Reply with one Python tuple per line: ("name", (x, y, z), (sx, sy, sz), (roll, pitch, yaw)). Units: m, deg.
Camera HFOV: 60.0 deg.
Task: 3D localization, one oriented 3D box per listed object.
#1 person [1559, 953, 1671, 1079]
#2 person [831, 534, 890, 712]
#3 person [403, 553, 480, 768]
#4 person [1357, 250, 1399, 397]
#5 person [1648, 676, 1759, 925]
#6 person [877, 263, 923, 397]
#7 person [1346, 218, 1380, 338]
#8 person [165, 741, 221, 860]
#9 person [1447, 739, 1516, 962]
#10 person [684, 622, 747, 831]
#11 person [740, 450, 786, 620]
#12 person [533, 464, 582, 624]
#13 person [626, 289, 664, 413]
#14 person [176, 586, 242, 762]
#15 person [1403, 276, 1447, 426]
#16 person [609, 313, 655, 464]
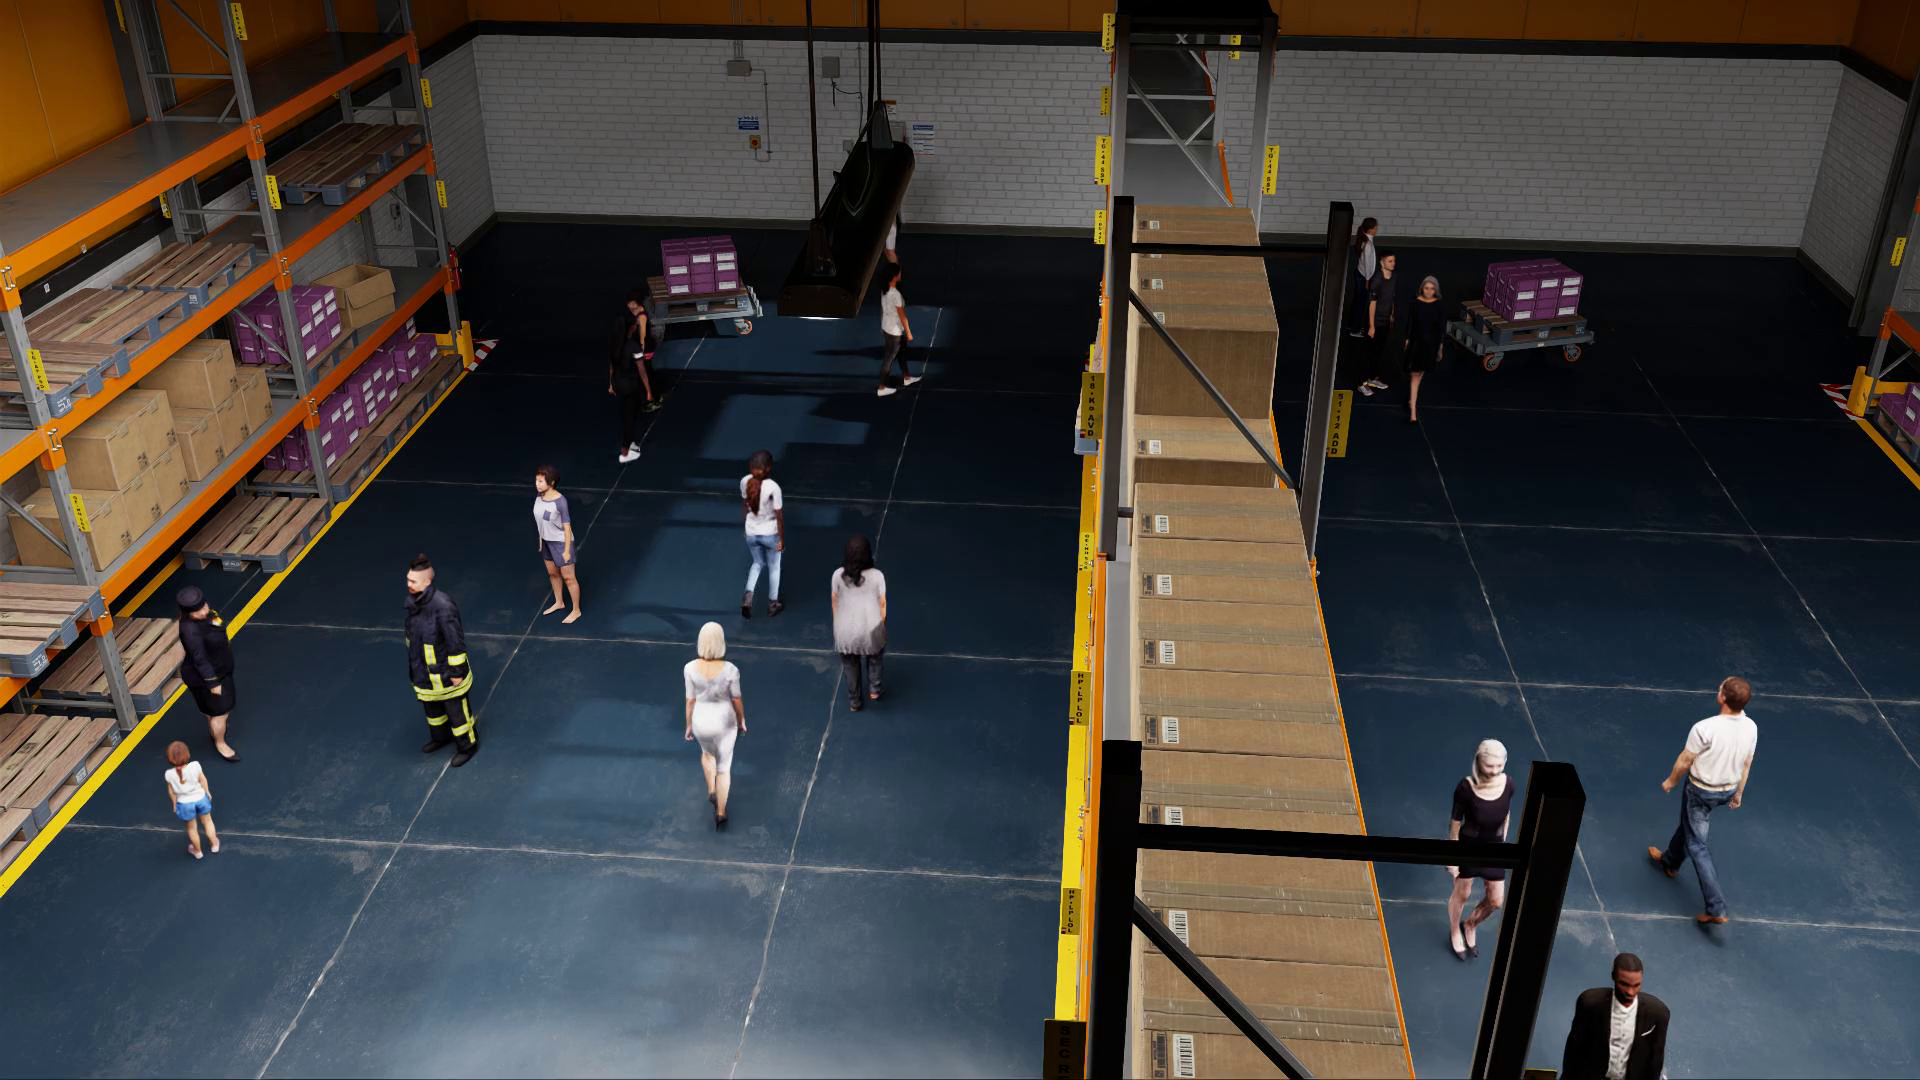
("person", (3.707, 3.033, 9.512), (0.758, 1.782, 1.071), (7, 29, 12))
("person", (-0.857, 0.737, 13.916), (0.652, 1.595, 0.679), (0, 29, -1))
("person", (-4.164, 0.935, 13.271), (0.881, 1.866, 0.890), (19, 34, 31))
("person", (5.006, -2.620, 19.893), (0.712, 1.764, 0.775), (-22, 36, -35))
("person", (5.293, 1.842, 11.654), (0.950, 1.821, 1.312), (-7, 29, -13))
("person", (-0.876, -2.474, 19.774), (0.857, 1.623, 0.894), (-11, 30, -19))
("person", (5.232, -3.431, 21.596), (0.603, 1.558, 0.462), (1, 29, 1))
("person", (-5.715, 1.920, 12.350), (0.486, 1.019, 0.536), (-17, 33, -28))
("person", (3.456, 2.054, 11.269), (0.660, 1.818, 0.665), (-5, 29, -9))
("person", (-1.852, 1.441, 12.481), (0.594, 1.733, 0.678), (2, 29, 3))
("person", (-1.834, -0.012, 15.165), (0.754, 1.713, 0.914), (12, 31, 21))
("person", (-3.710, 0.010, 15.279), (0.652, 1.566, 0.679), (21, 35, 33))
("person", (-3.671, -2.256, 19.484), (0.857, 1.517, 0.641), (-1, 29, -1))
("person", (-6.037, 1.045, 13.305), (0.963, 1.639, 0.733), (-12, 31, -21))
("person", (5.352, -2.241, 19.258), (0.636, 1.708, 1.135), (4, 29, 8))
("person", (-3.682, -1.631, 18.120), (0.780, 1.726, 0.821), (21, 35, 33))
